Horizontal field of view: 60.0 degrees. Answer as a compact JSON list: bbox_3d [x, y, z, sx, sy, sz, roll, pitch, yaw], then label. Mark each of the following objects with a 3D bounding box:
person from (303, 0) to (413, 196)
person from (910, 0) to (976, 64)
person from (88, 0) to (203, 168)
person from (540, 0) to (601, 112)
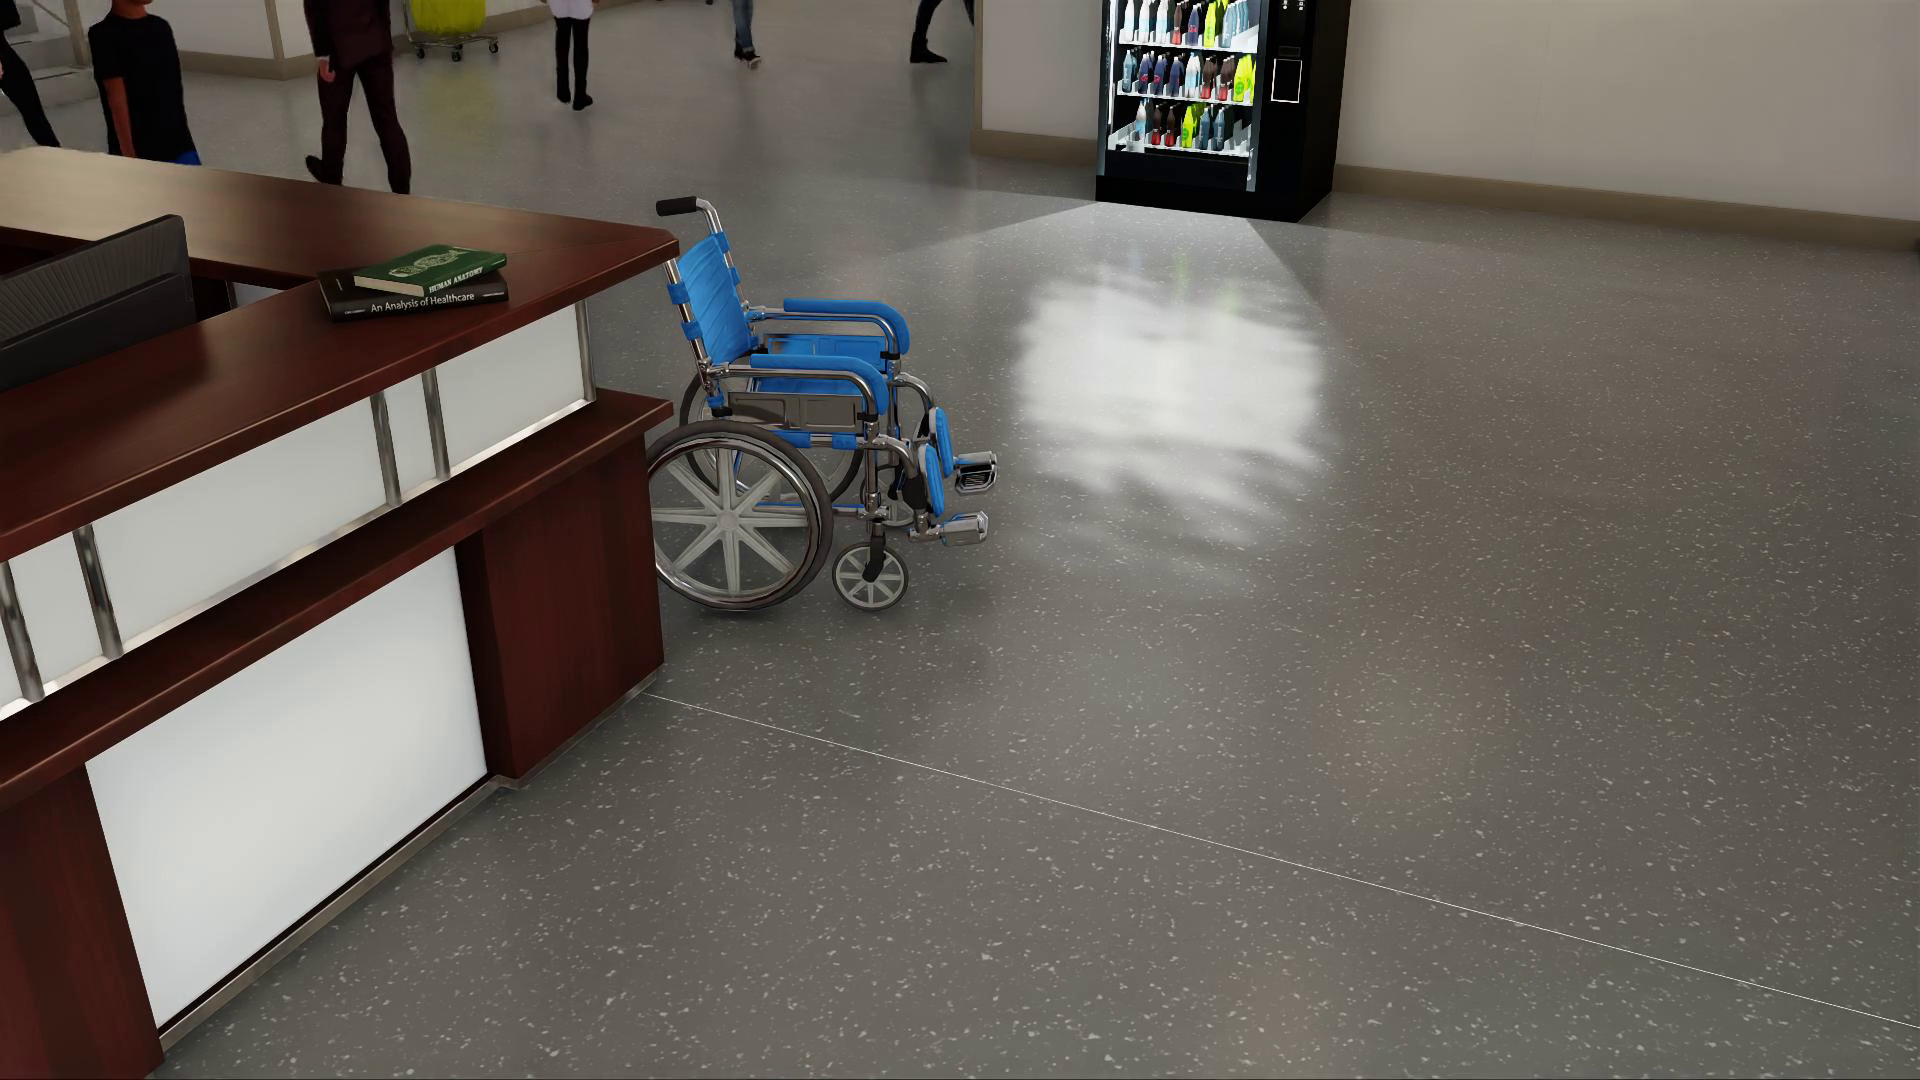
[{"bbox_3d":[-3.283,-2.677,9.137,1.006,1.821,1.282,-21,33,-37],"label":"person"},{"bbox_3d":[-0.175,-4.755,13.396,1.281,1.864,1.133,-4,26,-9],"label":"person"},{"bbox_3d":[-3.456,-1.606,6.970,1.037,1.773,0.647,8,27,17],"label":"person"},{"bbox_3d":[-2.798,-3.939,11.782,0.788,1.797,0.821,2,26,5],"label":"person"}]
